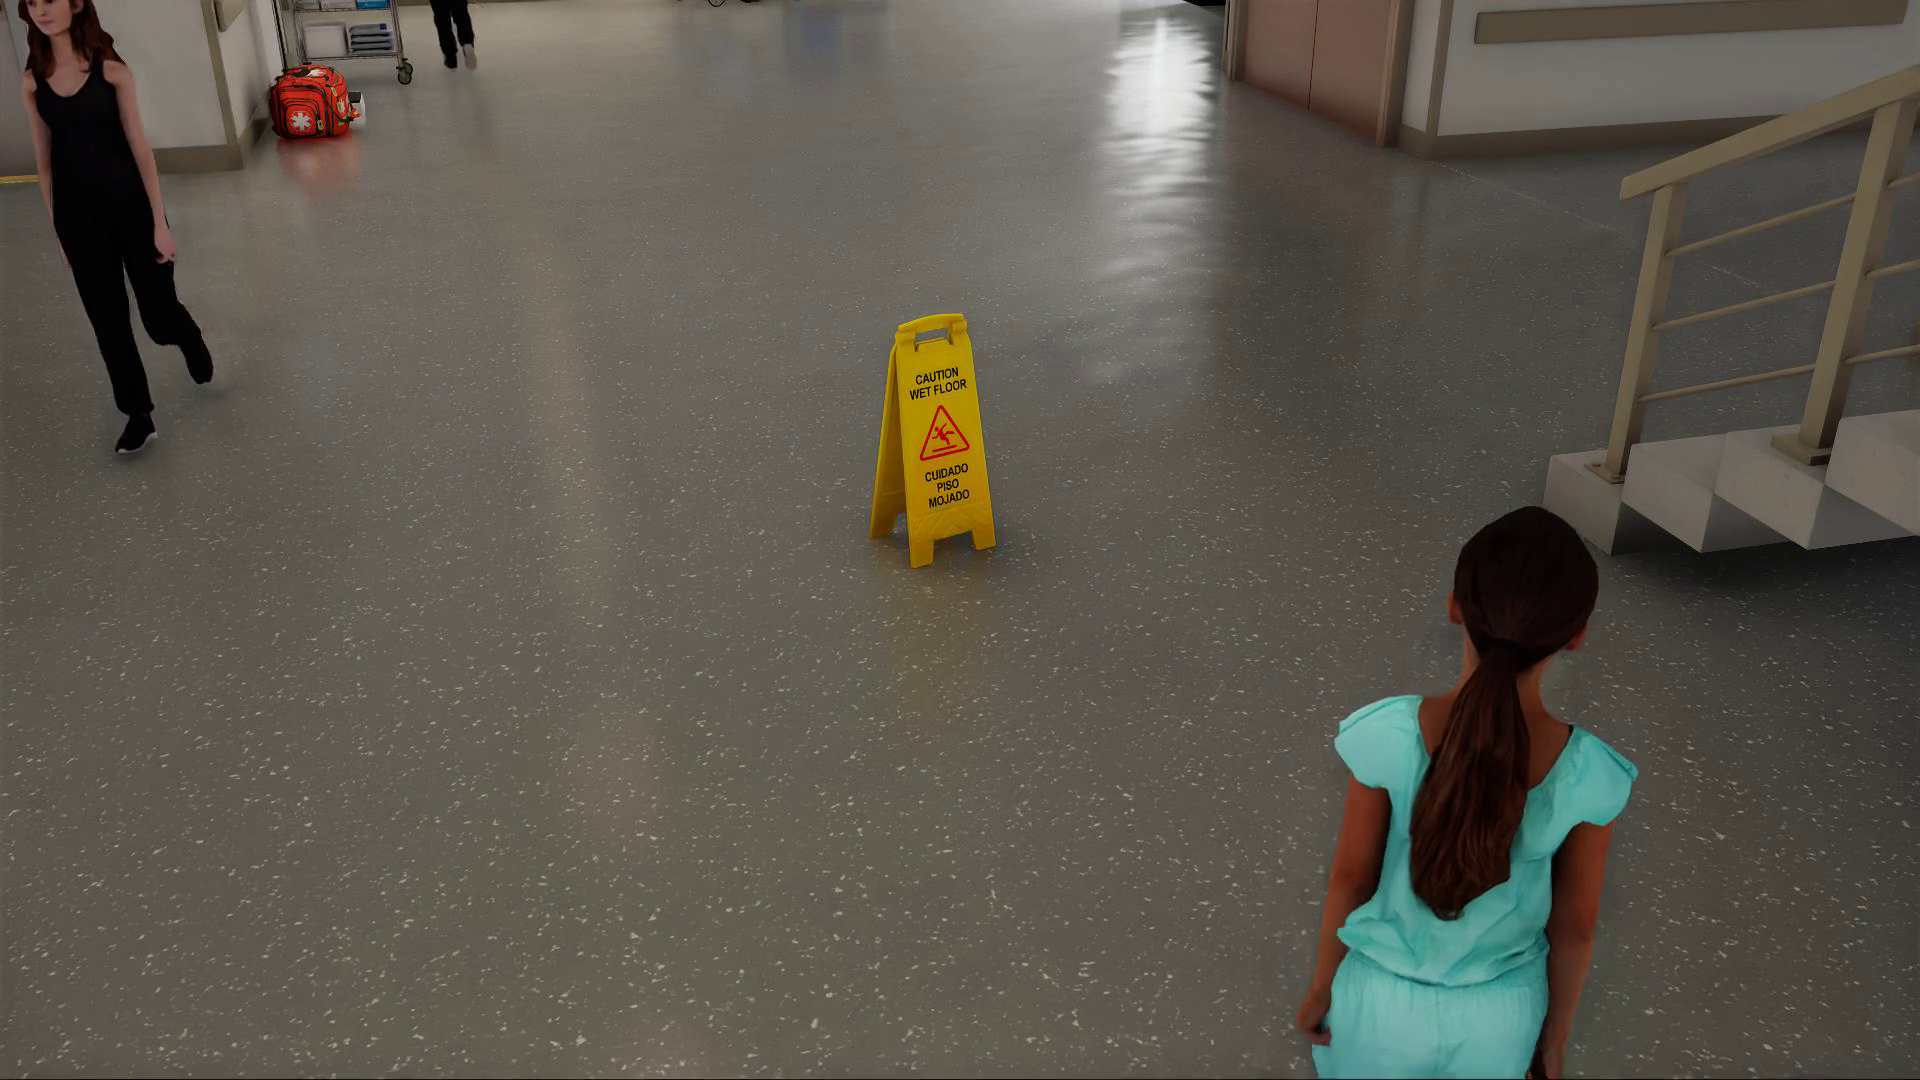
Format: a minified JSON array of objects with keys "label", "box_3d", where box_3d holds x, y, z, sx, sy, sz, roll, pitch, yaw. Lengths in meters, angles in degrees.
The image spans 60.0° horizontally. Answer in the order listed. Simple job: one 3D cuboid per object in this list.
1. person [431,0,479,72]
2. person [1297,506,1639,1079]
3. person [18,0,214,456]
[{"label":"person","box_3d":[-4.025,-4.402,13.060,0.705,1.439,0.860,-14,29,-26]},{"label":"person","box_3d":[0.673,0.694,2.367,0.746,1.548,0.848,7,27,14]},{"label":"person","box_3d":[-3.073,-1.206,6.099,0.667,1.729,0.978,-3,26,-6]}]
